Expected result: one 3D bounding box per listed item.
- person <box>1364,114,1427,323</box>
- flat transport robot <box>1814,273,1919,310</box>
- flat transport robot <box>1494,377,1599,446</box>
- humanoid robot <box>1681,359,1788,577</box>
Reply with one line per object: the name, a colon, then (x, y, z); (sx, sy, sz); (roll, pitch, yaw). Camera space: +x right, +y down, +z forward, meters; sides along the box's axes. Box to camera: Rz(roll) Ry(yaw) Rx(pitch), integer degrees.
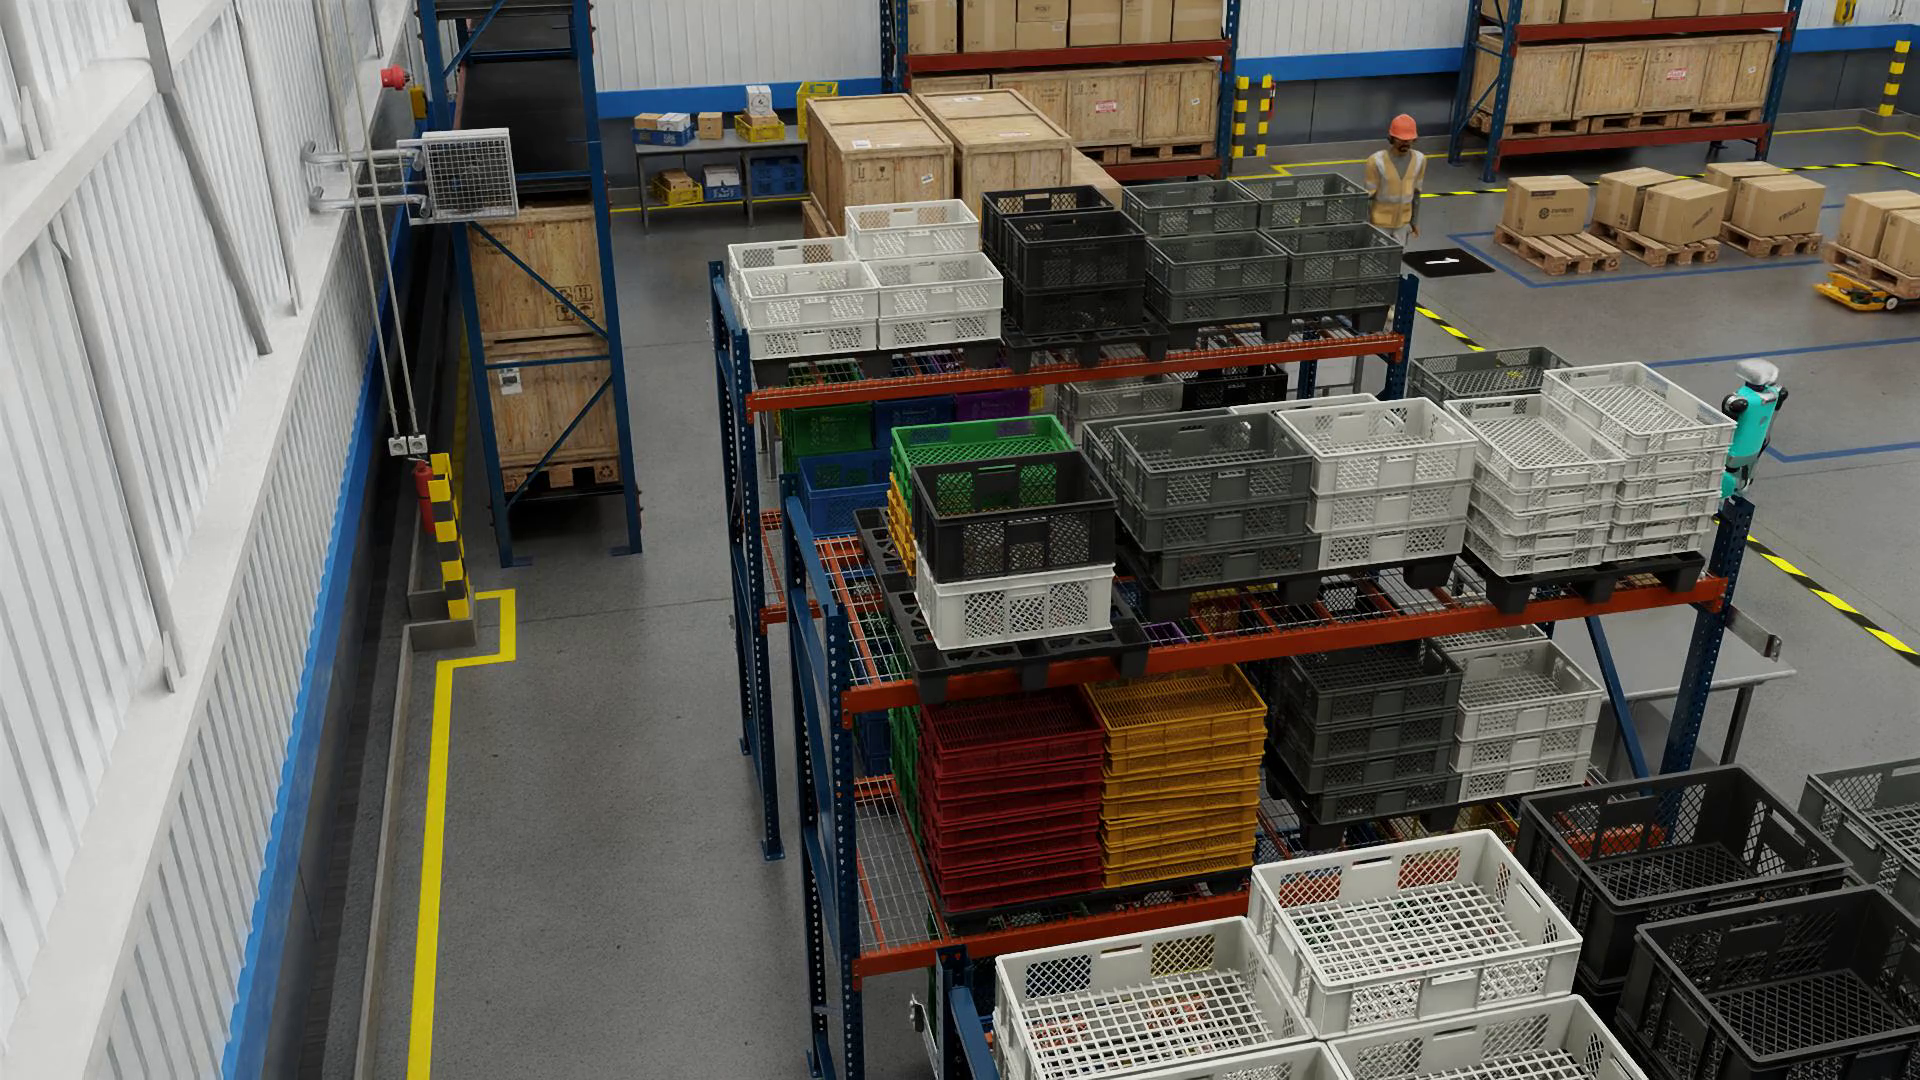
person: (4.144, -3.064, 15.960); (0.607, 2.043, 0.395); (-6, 28, -11)
flat transport robot: (9.540, -2.584, 16.920); (1.431, 0.197, 0.652); (-6, 28, -12)
flat transport robot: (4.780, -1.036, 14.013); (0.659, 0.231, 1.431); (-6, 28, -12)
humanoid robot: (5.035, -0.487, 11.257); (0.533, 1.673, 0.735); (-15, 31, -26)
